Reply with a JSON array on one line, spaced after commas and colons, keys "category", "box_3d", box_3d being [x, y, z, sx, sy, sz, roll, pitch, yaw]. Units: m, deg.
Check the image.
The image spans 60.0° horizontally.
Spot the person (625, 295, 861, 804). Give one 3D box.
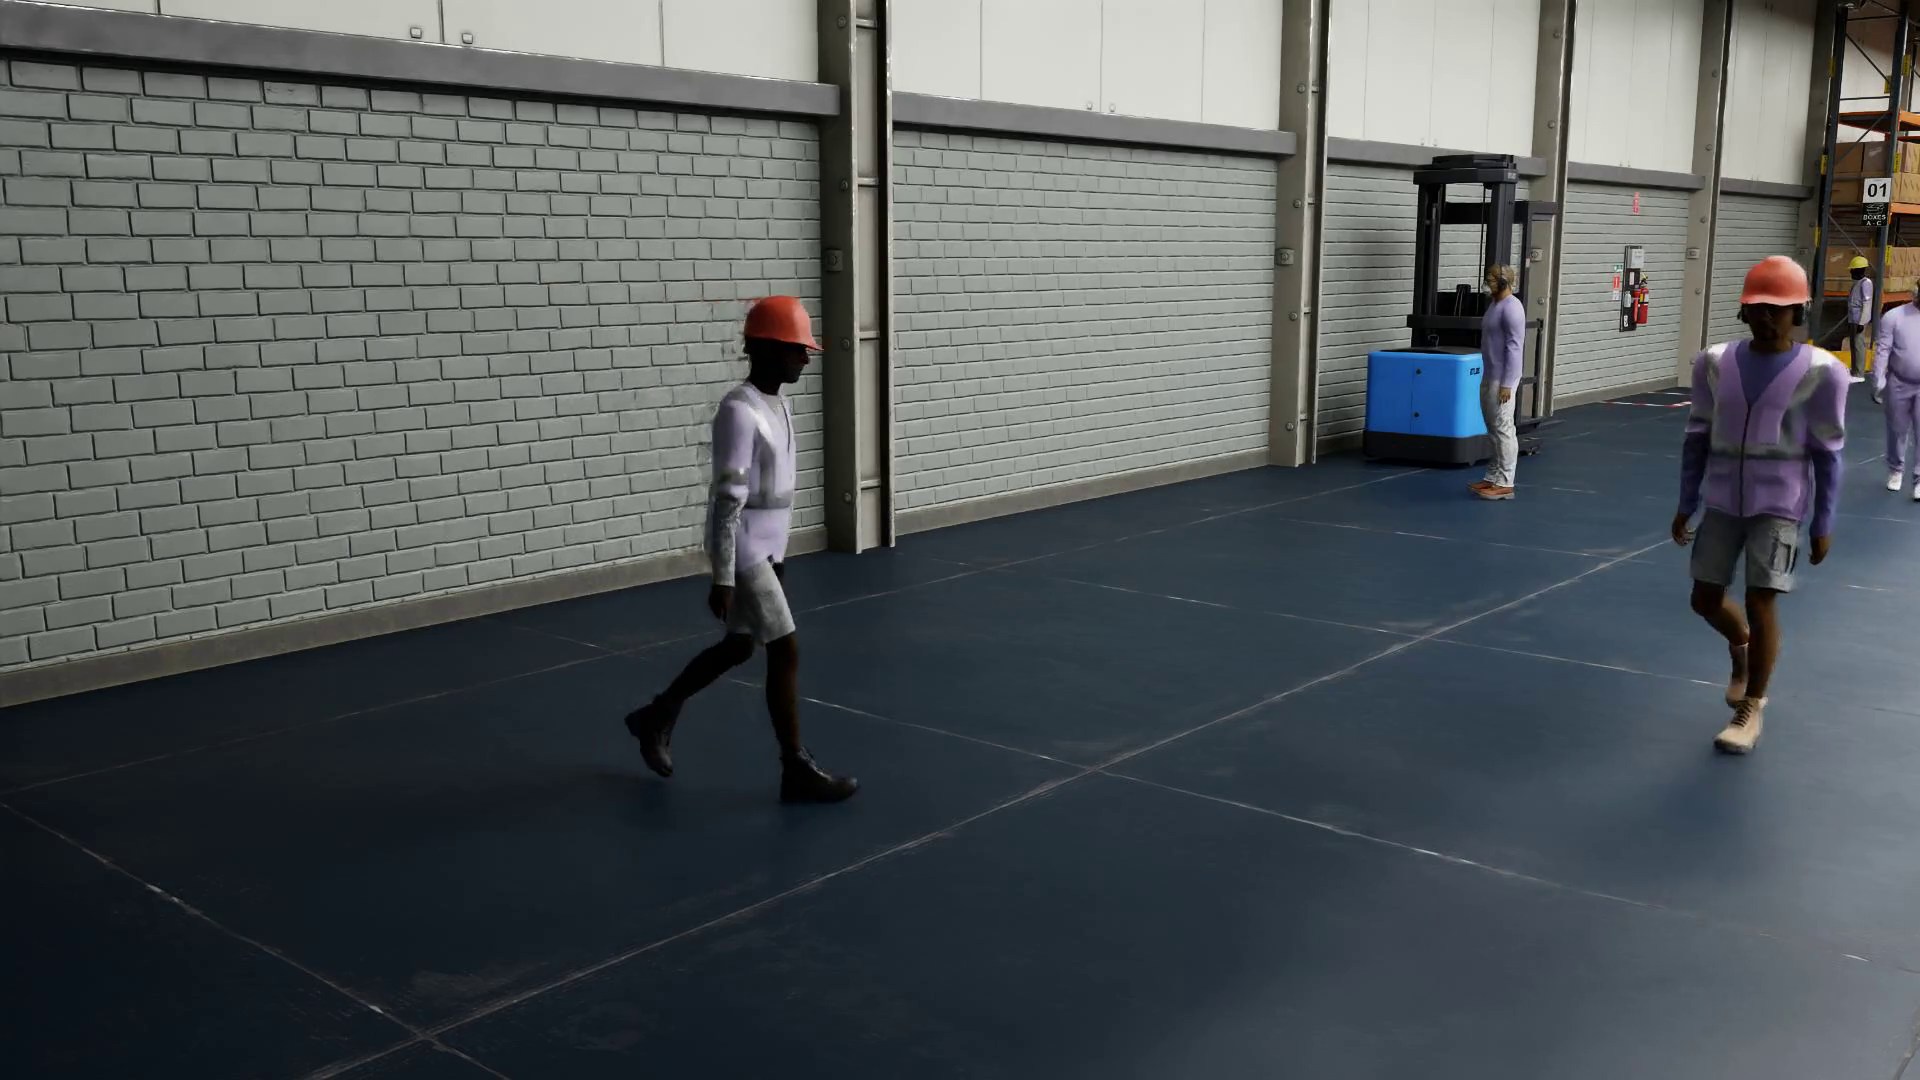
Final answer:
[{"category": "person", "box_3d": [-0.864, 0.032, 6.236, 0.906, 1.895, 0.590, 2, 10, 9]}]

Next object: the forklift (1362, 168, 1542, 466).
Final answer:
[{"category": "forklift", "box_3d": [4.875, -2.212, 16.287, 1.129, 2.768, 1.873, 8, 13, 40]}]

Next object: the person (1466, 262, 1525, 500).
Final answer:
[{"category": "person", "box_3d": [4.449, -1.314, 13.734, 0.352, 1.937, 0.635, 0, 10, 2]}]

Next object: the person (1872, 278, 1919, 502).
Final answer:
[{"category": "person", "box_3d": [7.972, -1.297, 13.875, 0.642, 1.863, 0.991, 6, 12, 30]}]

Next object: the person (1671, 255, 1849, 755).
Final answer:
[{"category": "person", "box_3d": [3.317, -0.156, 6.887, 0.600, 2.025, 0.626, -9, 14, -42]}]

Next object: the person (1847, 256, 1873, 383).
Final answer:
[{"category": "person", "box_3d": [13.743, -3.374, 25.499, 0.383, 1.922, 0.593, 3, 10, 15]}]
